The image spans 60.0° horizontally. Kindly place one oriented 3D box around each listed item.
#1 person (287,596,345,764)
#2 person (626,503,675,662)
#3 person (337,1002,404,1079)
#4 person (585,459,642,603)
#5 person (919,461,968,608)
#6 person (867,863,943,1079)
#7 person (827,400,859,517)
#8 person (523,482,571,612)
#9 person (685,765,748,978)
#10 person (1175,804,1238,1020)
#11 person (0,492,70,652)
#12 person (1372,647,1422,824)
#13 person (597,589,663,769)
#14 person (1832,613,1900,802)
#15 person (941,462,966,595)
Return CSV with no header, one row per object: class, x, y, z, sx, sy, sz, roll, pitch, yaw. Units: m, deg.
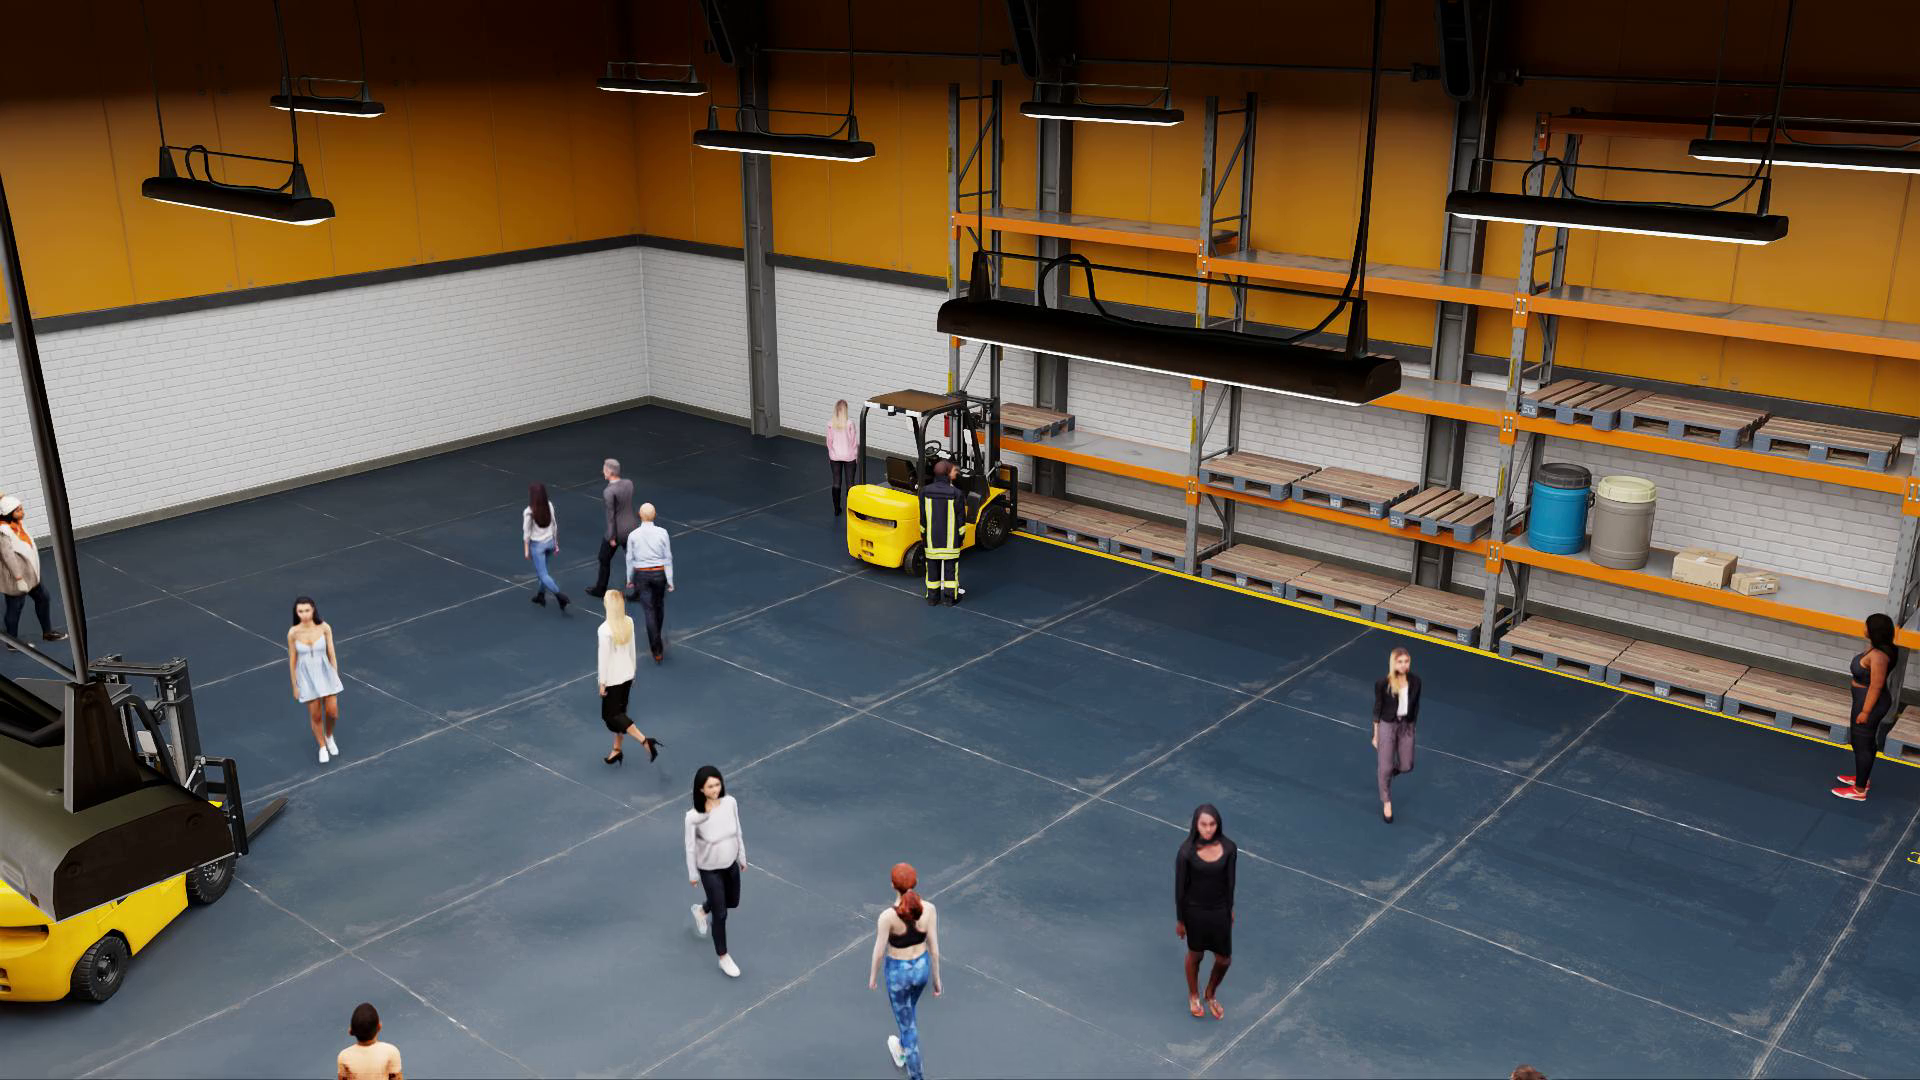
person,-6.288,1.328,16.219,0.708,1.719,0.727,-9,20,-24
person,-3.458,0.506,18.633,1.089,1.736,1.285,-6,19,-16
person,-3.570,3.540,10.117,0.837,1.421,1.067,-7,20,-21
person,-4.078,-0.084,20.269,1.087,1.810,0.884,10,21,27
person,-0.213,-0.090,20.267,0.803,1.823,0.919,3,19,10
person,-0.311,3.030,11.120,0.878,1.747,1.105,-9,21,-25
person,-1.670,-1.170,23.687,0.614,1.687,0.737,5,19,15
person,-4.979,0.108,20.019,1.005,1.606,0.632,13,23,34
person,-1.909,2.488,12.833,0.669,1.682,0.968,-17,25,-41
person,1.767,2.691,12.195,0.767,1.704,0.819,-3,19,-10
person,-10.778,0.365,18.837,1.047,1.873,0.990,-2,19,-7
person,3.915,1.737,15.098,0.833,1.659,0.894,-2,19,-5
person,-3.214,1.377,15.882,1.010,1.842,0.750,10,21,27
person,8.463,1.531,15.468,0.610,1.814,0.663,13,23,34
person,-0.141,-0.157,20.680,0.748,1.686,0.656,-5,19,-14
